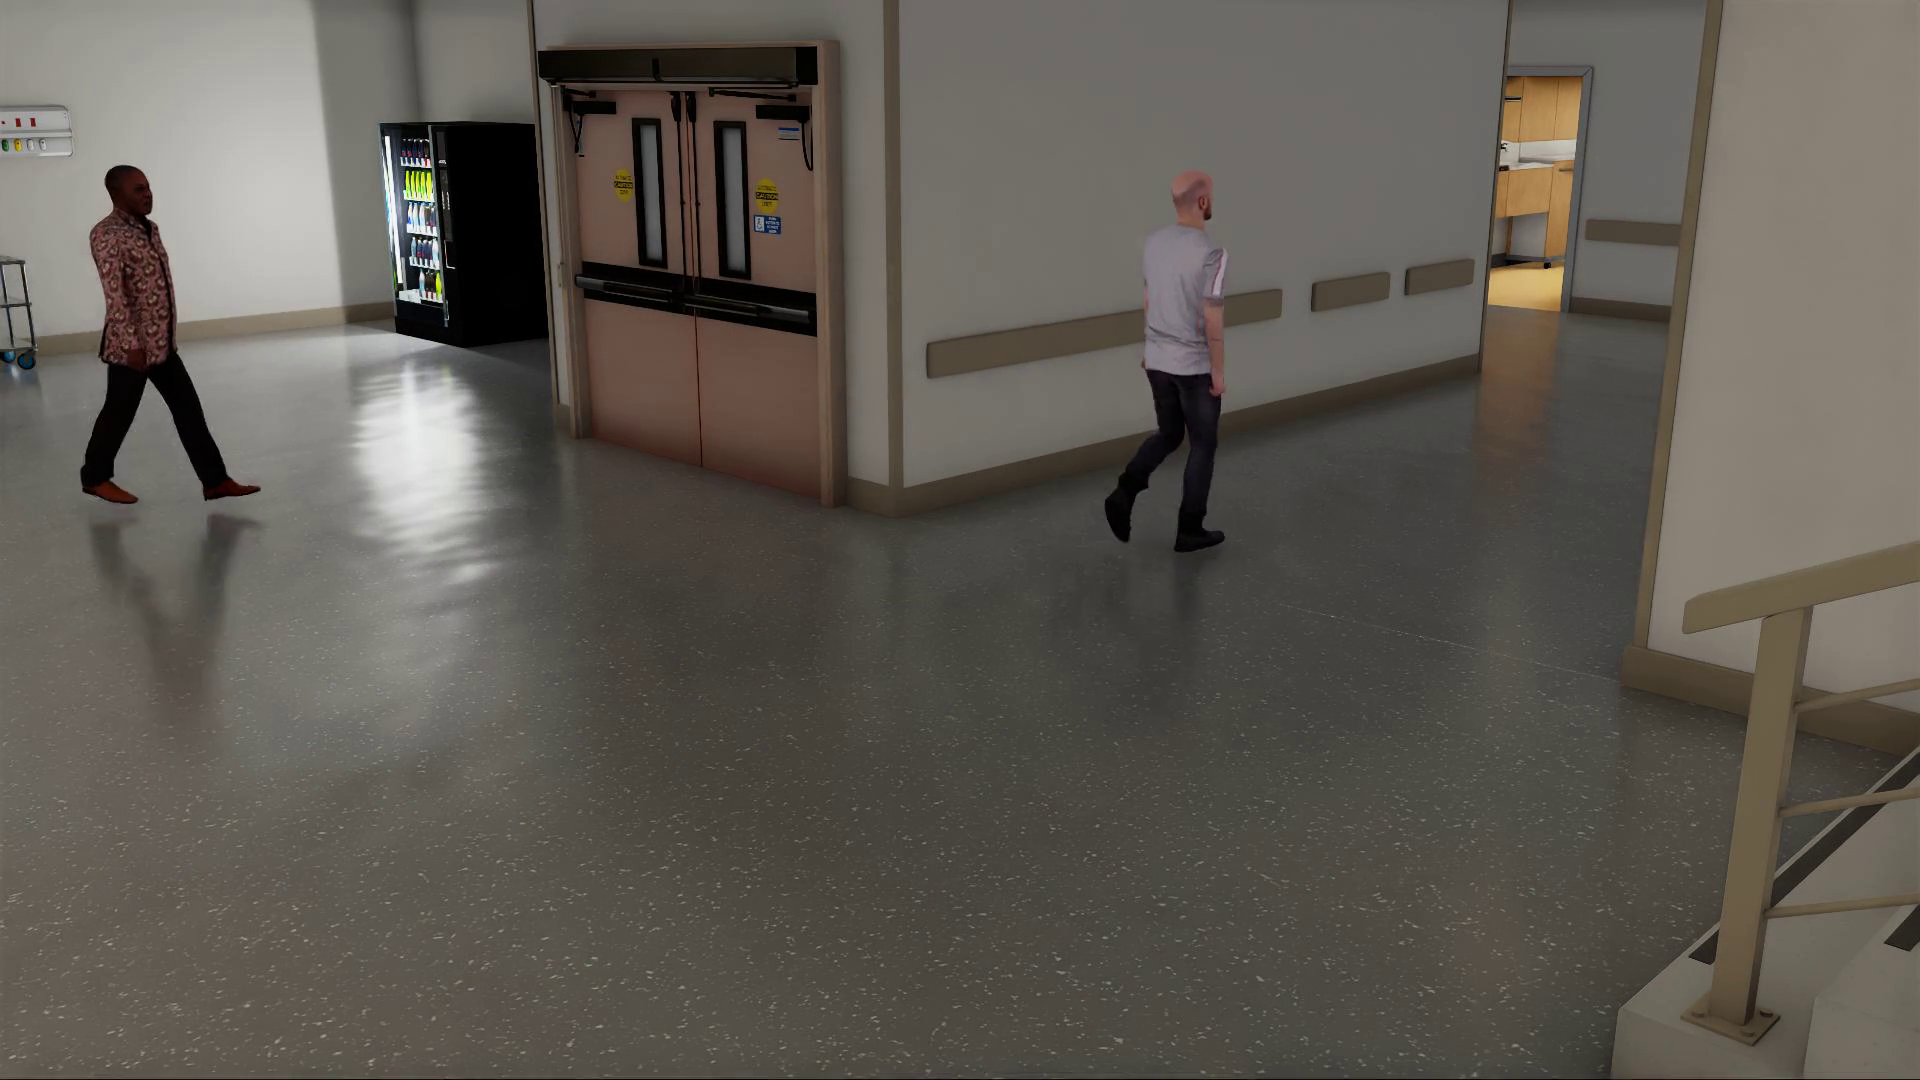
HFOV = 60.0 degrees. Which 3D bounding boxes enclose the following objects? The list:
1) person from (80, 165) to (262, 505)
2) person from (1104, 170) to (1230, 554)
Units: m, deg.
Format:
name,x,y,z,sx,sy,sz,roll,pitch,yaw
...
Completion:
name,x,y,z,sx,sy,sz,roll,pitch,yaw
person,-4.368,-1.023,8.710,1.289,1.764,1.163,2,16,7
person,0.984,-0.807,7.852,0.805,1.814,0.888,-12,19,-35
